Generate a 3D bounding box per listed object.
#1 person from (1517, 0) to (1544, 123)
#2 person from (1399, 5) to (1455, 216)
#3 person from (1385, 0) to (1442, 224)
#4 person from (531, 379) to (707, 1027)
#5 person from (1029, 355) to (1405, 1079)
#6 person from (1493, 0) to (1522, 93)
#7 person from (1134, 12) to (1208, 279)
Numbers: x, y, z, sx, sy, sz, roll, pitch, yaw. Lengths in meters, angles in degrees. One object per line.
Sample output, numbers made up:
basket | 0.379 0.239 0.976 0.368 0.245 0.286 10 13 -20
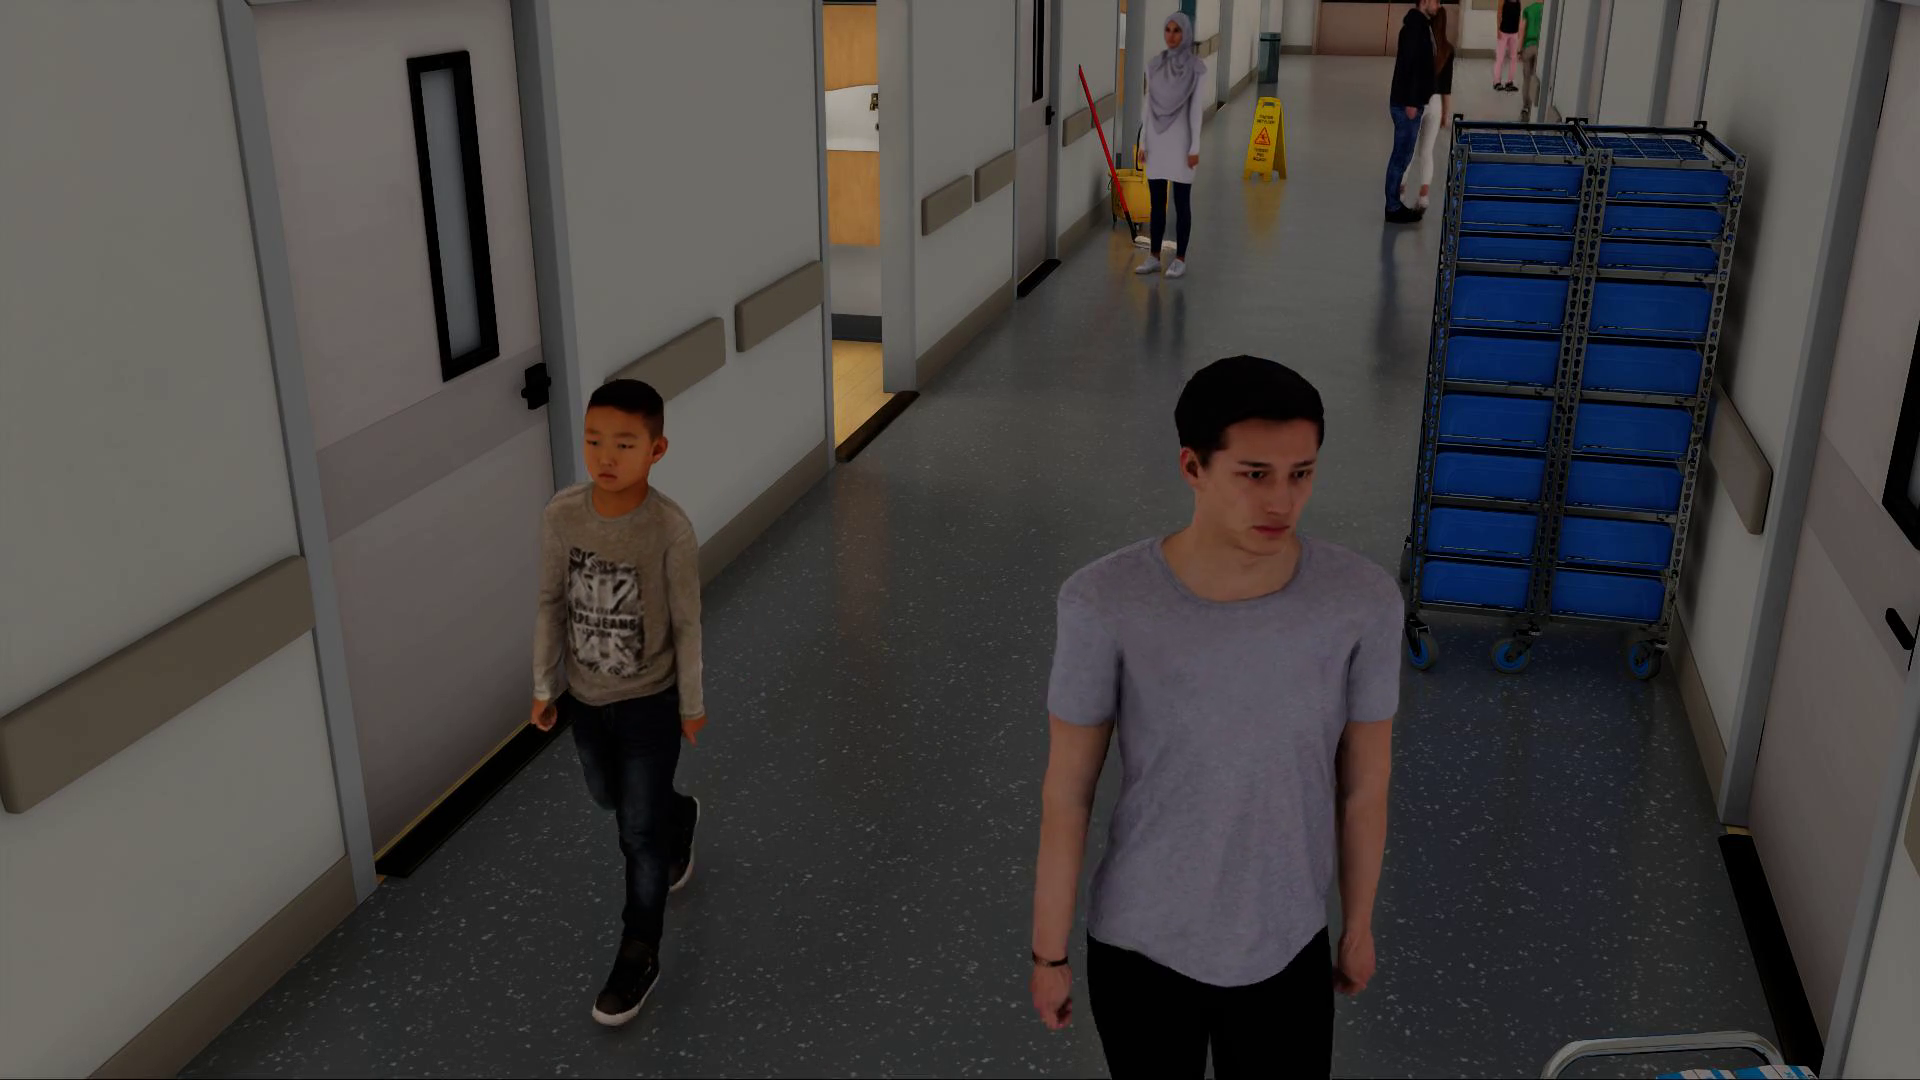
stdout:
person | 6.849 -5.787 19.798 0.783 1.627 1.135 12 24 29
person | 3.837 -3.511 13.737 0.702 1.663 1.146 2 21 5
person | 3.651 -3.566 13.566 0.720 1.888 0.489 5 21 14
person | -0.759 0.328 3.910 0.581 1.445 0.958 7 22 17
person | 0.396 0.585 2.657 0.749 1.852 0.709 2 21 5
person | 7.620 -7.057 23.259 0.685 1.550 0.768 -3 21 -8
person | 1.473 -2.711 11.468 0.677 1.775 0.657 16 26 35
